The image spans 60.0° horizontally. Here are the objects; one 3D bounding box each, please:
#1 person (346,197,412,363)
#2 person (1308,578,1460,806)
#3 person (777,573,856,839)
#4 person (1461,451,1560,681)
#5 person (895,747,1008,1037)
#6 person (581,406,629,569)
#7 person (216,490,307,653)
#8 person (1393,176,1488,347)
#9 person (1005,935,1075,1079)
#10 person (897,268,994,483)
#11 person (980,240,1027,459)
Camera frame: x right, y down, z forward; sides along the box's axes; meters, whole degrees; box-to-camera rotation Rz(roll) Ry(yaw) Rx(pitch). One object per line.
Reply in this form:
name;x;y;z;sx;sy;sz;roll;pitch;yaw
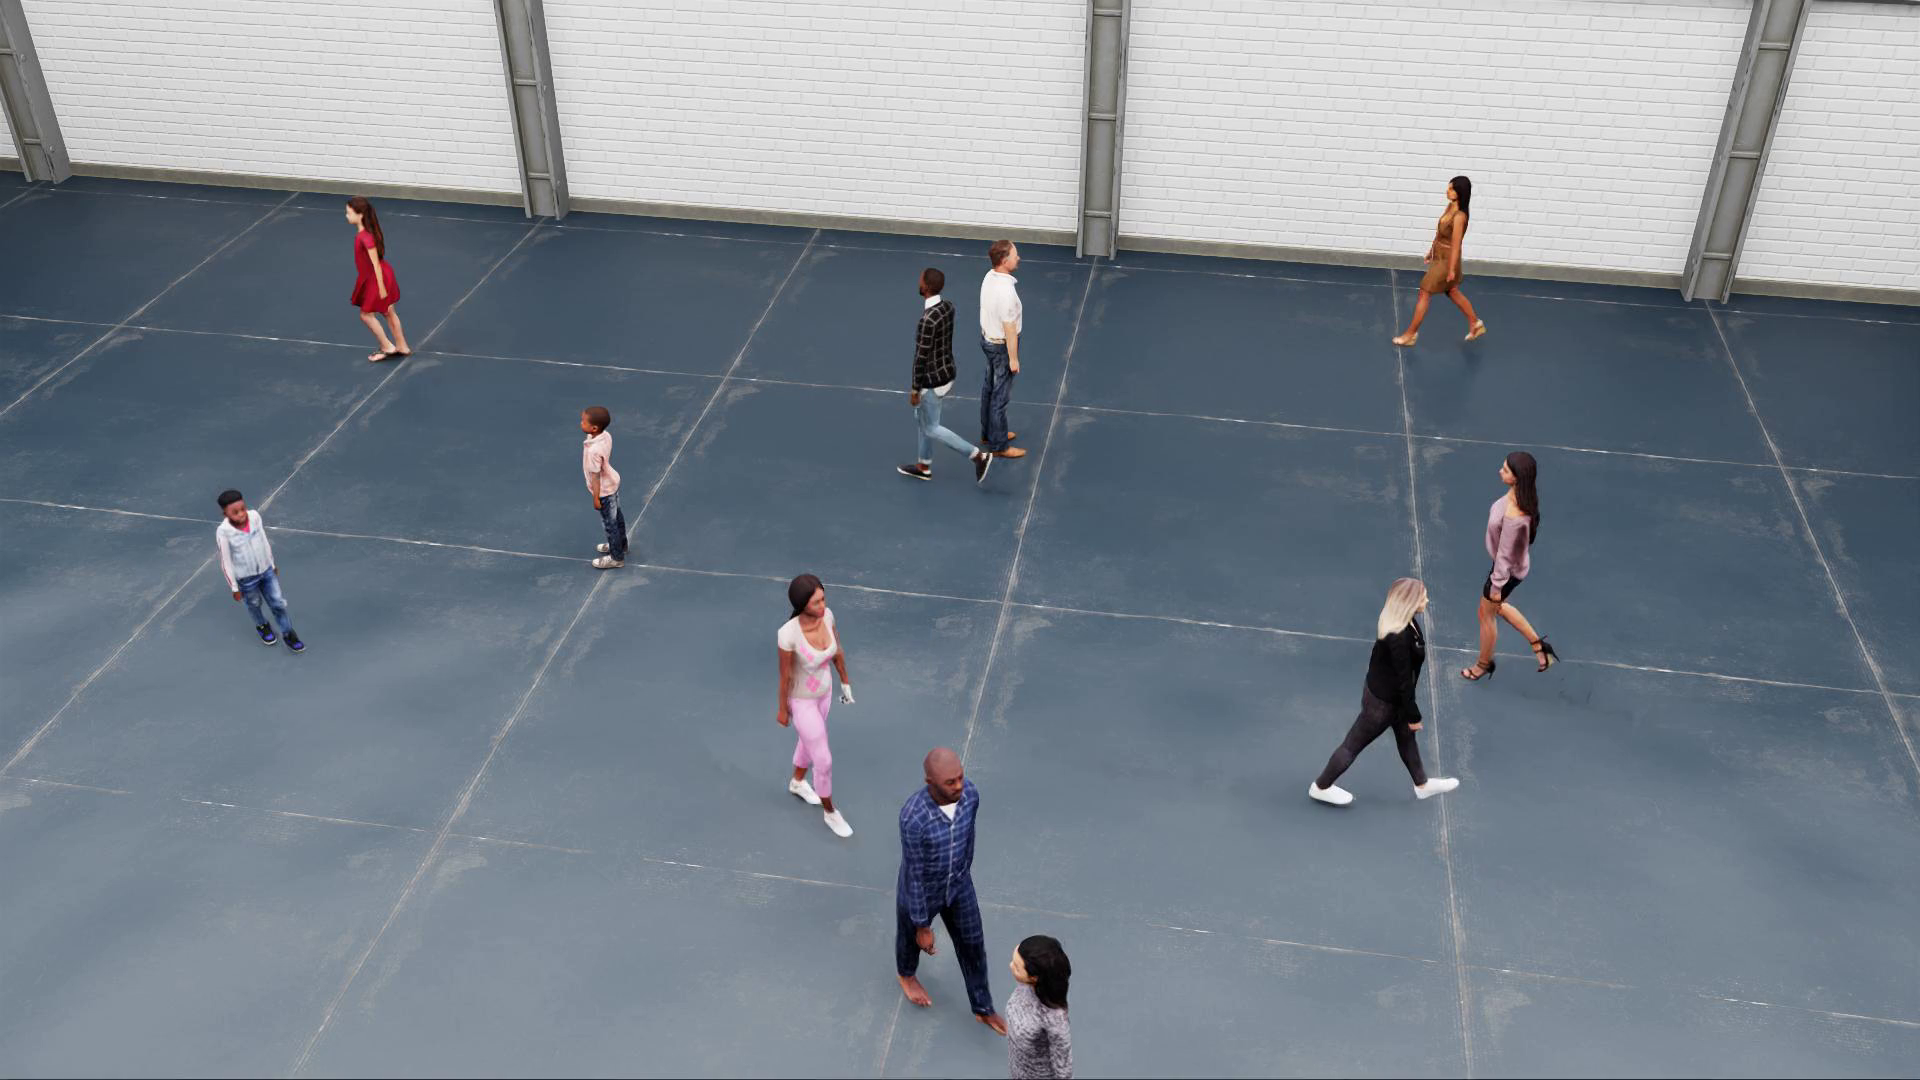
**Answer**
person;-5.156;-2.342;14.901;0.755;1.538;0.681;-10;35;-15
person;2.421;0.946;9.860;1.102;1.643;0.611;6;34;9
person;-0.953;0.907;9.850;0.965;1.720;0.835;24;40;31
person;3.634;0.236;10.795;0.921;1.791;0.753;14;36;20
person;-0.191;1.731;8.549;1.064;1.786;1.135;-21;39;-29
person;-2.597;-0.403;12.194;0.500;1.306;0.502;3;34;4
person;-4.865;0.174;11.383;0.738;1.242;0.818;-25;41;-33
person;4.464;-2.478;15.001;1.054;1.655;0.562;5;34;7
person;0.369;2.417;7.567;0.686;1.732;0.693;-11;35;-16
person;-0.114;-1.217;12.980;1.089;1.791;0.778;10;35;14
person;0.309;-1.558;13.434;0.725;1.856;0.742;-8;34;-12
